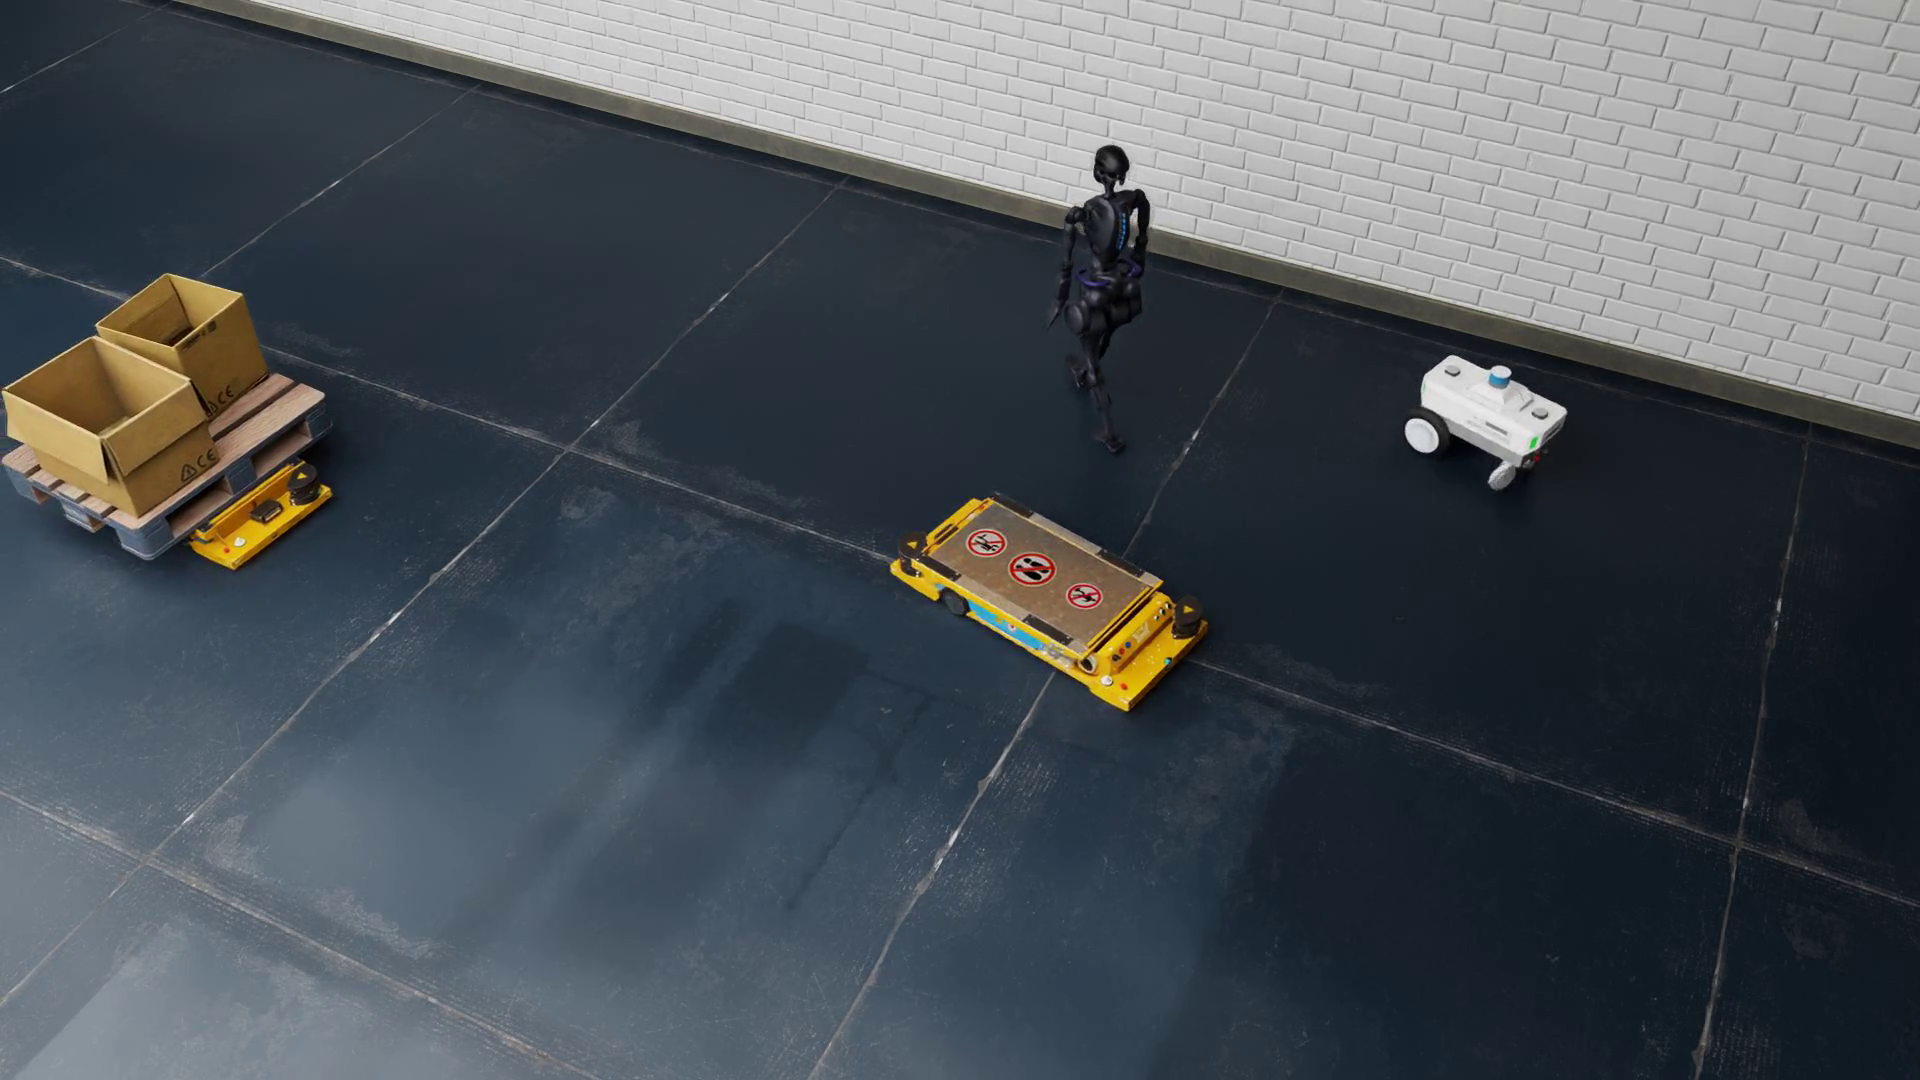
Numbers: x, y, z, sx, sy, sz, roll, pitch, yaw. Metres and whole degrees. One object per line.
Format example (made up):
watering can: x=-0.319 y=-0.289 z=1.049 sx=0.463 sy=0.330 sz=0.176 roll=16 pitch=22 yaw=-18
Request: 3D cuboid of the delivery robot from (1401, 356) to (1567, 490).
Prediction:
delivery robot: x=2.760 y=-0.661 z=8.758 sx=0.766 sy=0.595 sz=0.505 roll=33 pitch=52 yaw=31

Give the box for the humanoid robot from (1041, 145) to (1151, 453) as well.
humanoid robot: x=0.714 y=-1.281 z=8.646 sx=0.600 sy=1.625 sz=0.800 roll=-23 pitch=47 yaw=-23

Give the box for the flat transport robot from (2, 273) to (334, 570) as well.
flat transport robot: x=-4.023 y=-0.334 z=8.616 sx=1.431 sy=0.231 sz=0.659 roll=22 pitch=47 yaw=22

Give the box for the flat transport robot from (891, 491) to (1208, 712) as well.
flat transport robot: x=0.415 y=0.249 z=7.987 sx=1.431 sy=0.231 sz=0.659 roll=29 pitch=50 yaw=28
